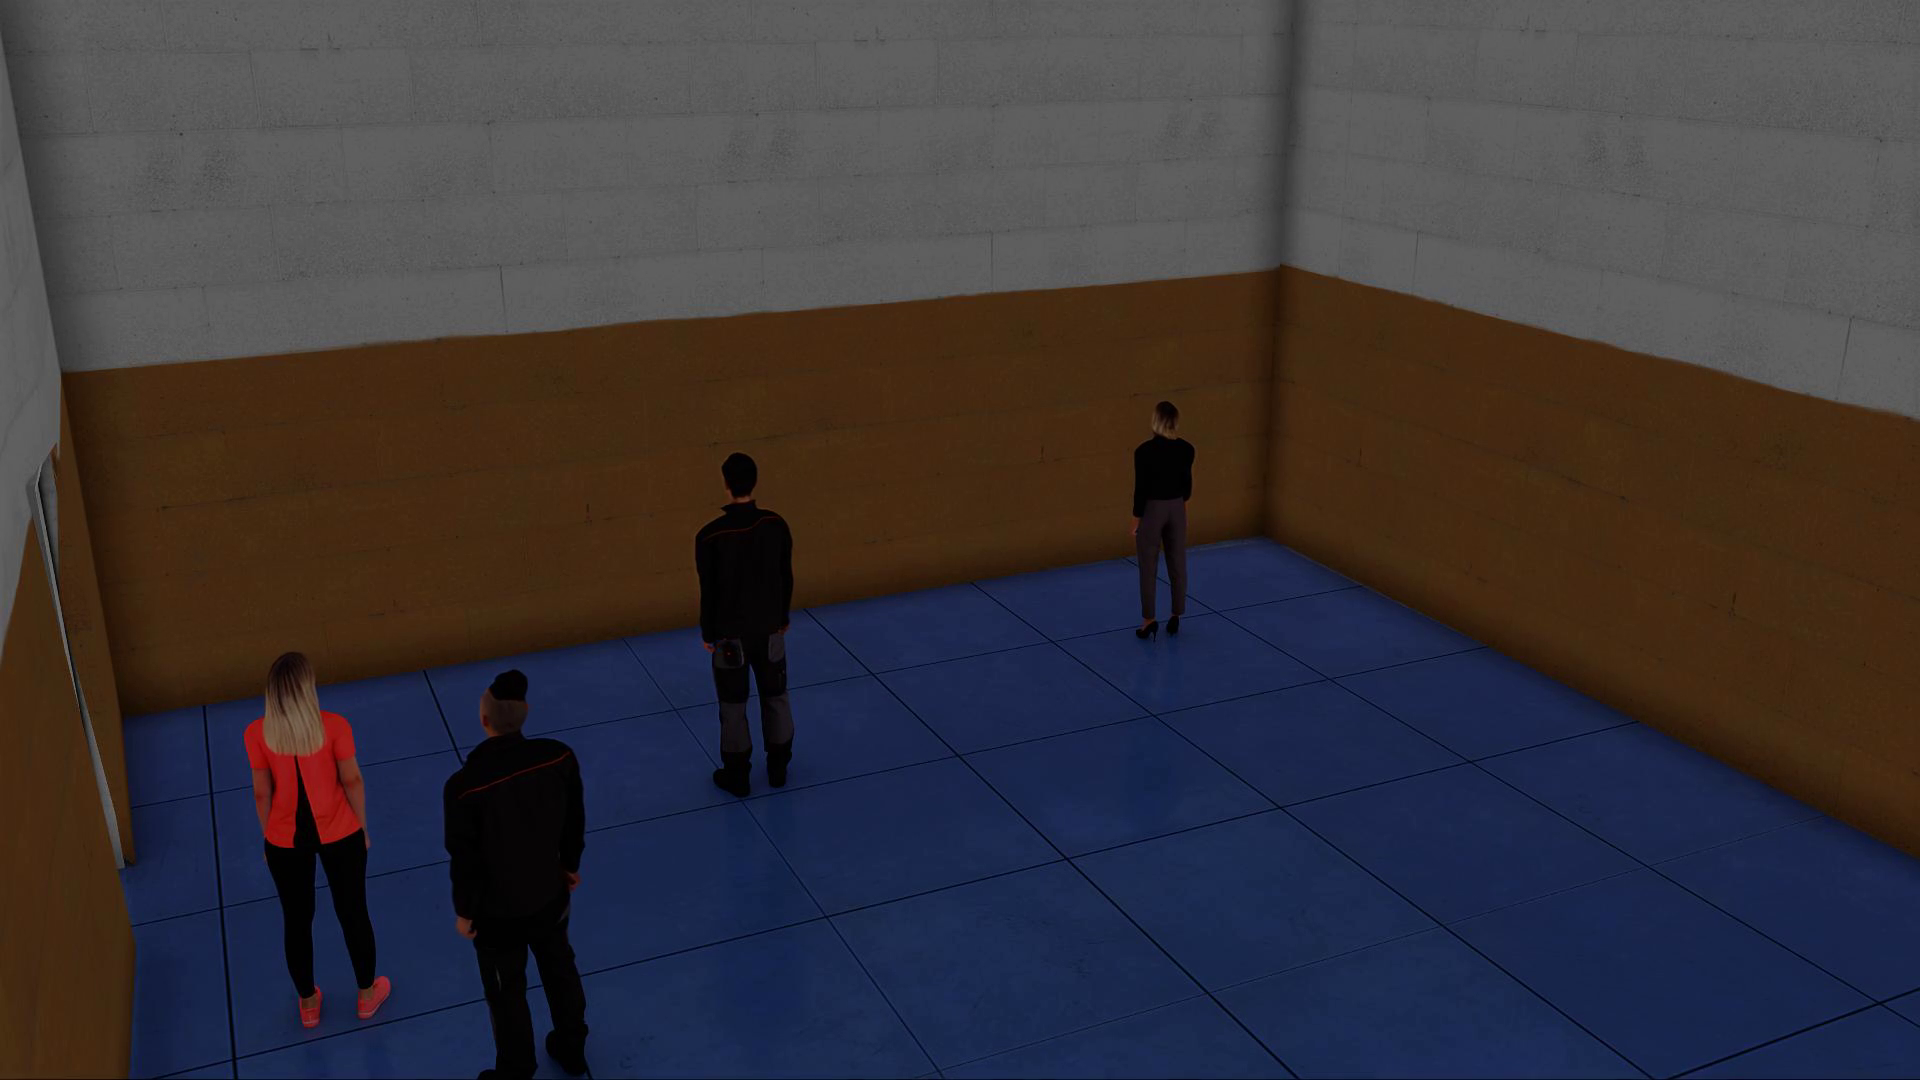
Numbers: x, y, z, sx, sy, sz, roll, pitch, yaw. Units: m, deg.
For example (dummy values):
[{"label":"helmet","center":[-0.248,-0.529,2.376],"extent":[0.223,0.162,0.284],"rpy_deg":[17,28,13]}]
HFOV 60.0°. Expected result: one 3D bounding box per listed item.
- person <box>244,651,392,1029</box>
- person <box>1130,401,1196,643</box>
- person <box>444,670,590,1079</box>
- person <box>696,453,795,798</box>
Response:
[{"label":"person","center":[-2.758,1.273,7.096],"extent":[0.549,1.693,0.701],"rpy_deg":[-4,19,-11]},{"label":"person","center":[1.371,-0.124,11.275],"extent":[0.491,1.671,0.672],"rpy_deg":[-6,20,-18]},{"label":"person","center":[-1.737,1.353,6.560],"extent":[0.905,1.861,0.722],"rpy_deg":[16,25,40]},{"label":"person","center":[-1.165,0.458,9.117],"extent":[0.535,1.946,0.765],"rpy_deg":[-10,21,-27]}]
